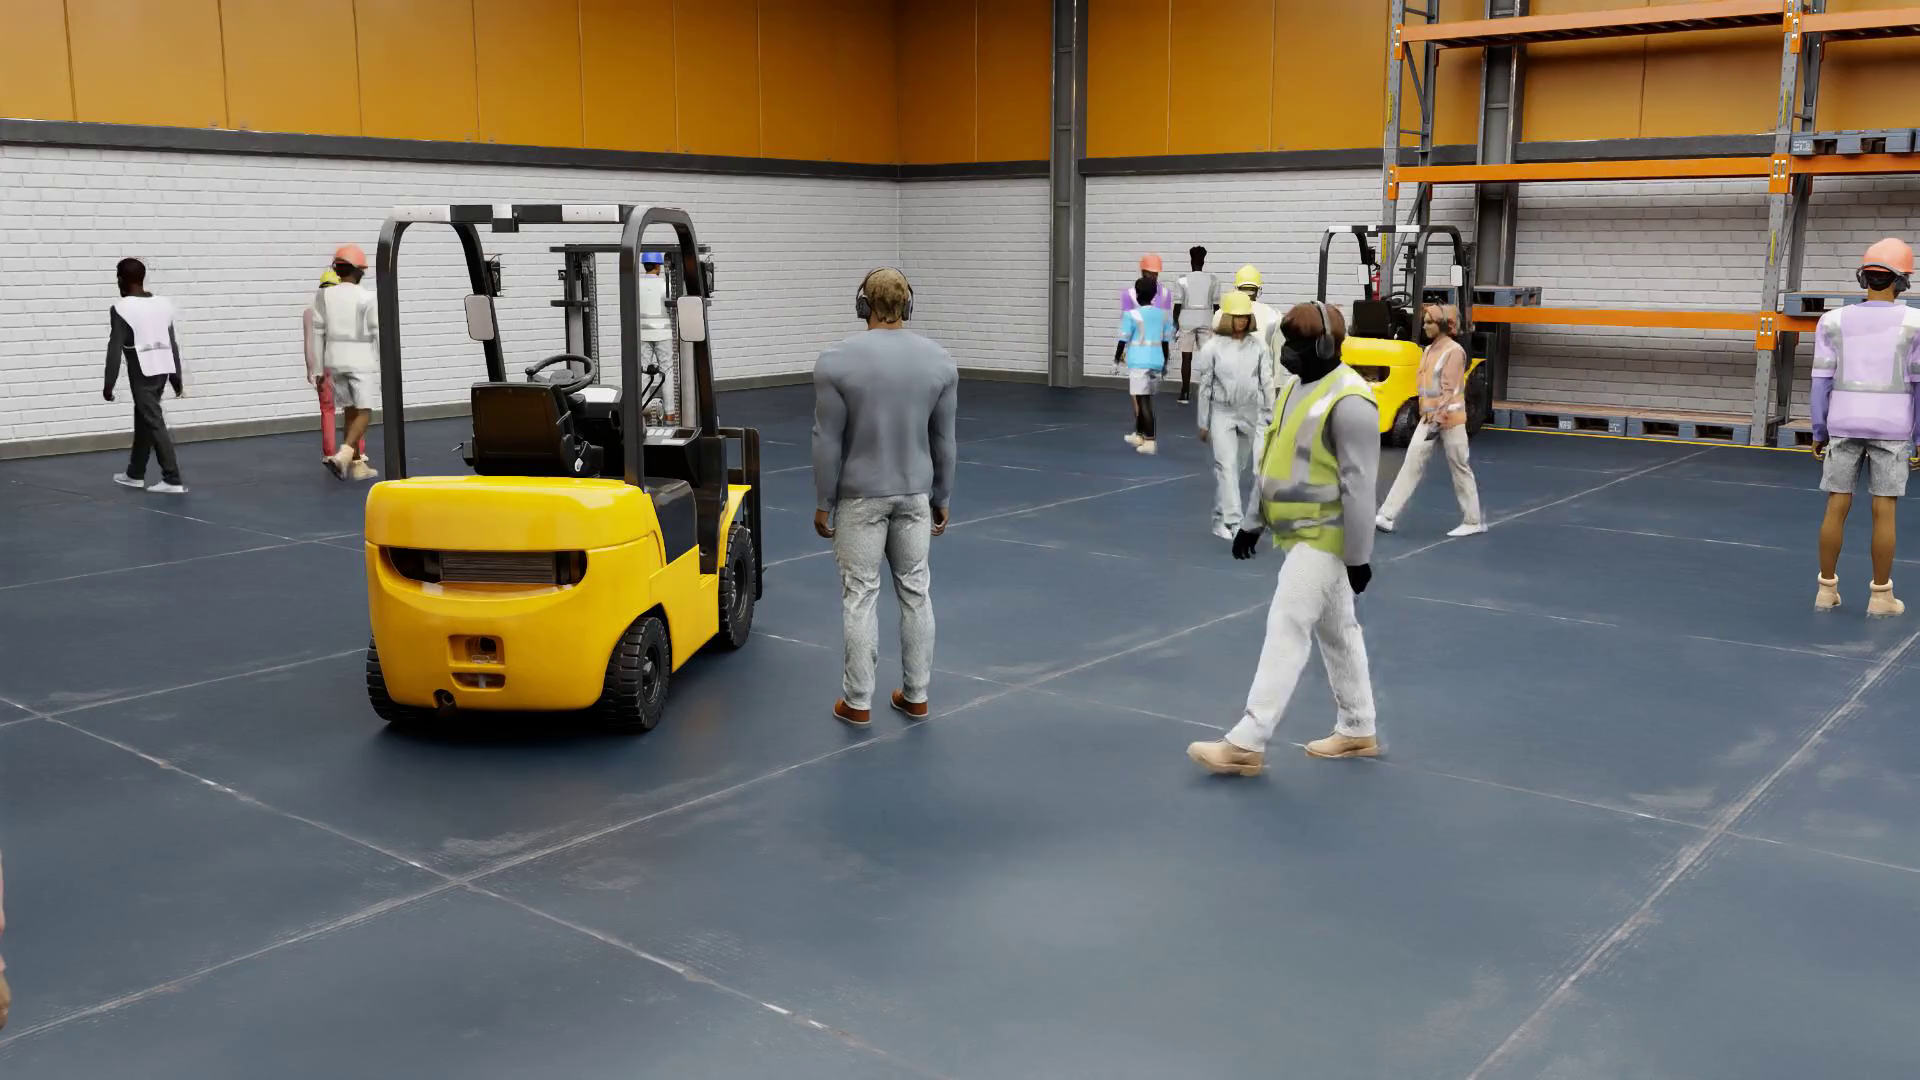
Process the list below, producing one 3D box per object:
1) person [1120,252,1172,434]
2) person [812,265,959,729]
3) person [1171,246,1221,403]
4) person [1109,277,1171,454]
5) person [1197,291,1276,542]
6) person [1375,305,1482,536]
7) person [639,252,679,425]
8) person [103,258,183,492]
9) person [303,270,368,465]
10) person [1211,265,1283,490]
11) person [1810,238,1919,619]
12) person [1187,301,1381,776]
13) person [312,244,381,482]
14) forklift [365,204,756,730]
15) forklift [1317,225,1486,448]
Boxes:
[{"bbox_3d":[1.958,-2.107,17.743,0.567,1.910,0.680,-2,10,-12],"label":"person"},{"bbox_3d":[-0.312,-0.174,6.985,0.629,1.934,0.362,-4,11,-22],"label":"person"},{"bbox_3d":[2.945,-2.685,20.779,0.618,1.963,0.361,-1,10,-3],"label":"person"},{"bbox_3d":[1.694,-1.680,16.018,0.543,1.669,0.739,-7,13,-35],"label":"person"},{"bbox_3d":[1.853,-0.792,11.042,0.492,1.697,0.896,-3,11,-17],"label":"person"},{"bbox_3d":[3.218,-0.800,11.372,0.855,1.595,0.516,-2,10,-13],"label":"person"},{"bbox_3d":[-3.388,-2.240,18.376,0.606,1.944,0.403,0,10,0],"label":"person"},{"bbox_3d":[-6.699,-1.322,13.467,0.898,1.882,0.621,2,10,13],"label":"person"},{"bbox_3d":[-5.675,-1.566,15.138,0.533,1.767,0.326,-4,11,-20],"label":"person"},{"bbox_3d":[2.299,-1.287,13.407,0.600,1.832,0.404,-1,10,-4],"label":"person"},{"bbox_3d":[4.924,-0.596,8.998,0.607,2.044,0.379,9,14,41],"label":"person"},{"bbox_3d":[1.254,-0.003,6.389,0.913,1.801,0.641,-1,10,-7],"label":"person"},{"bbox_3d":[-5.091,-1.449,13.834,0.646,2.015,0.809,1,10,6],"label":"person"},{"bbox_3d":[-1.766,-0.406,7.525,1.214,2.155,2.313,1,10,7],"label":"forklift"},{"bbox_3d":[4.449,-2.115,16.993,1.214,2.155,2.313,8,13,38],"label":"forklift"}]
